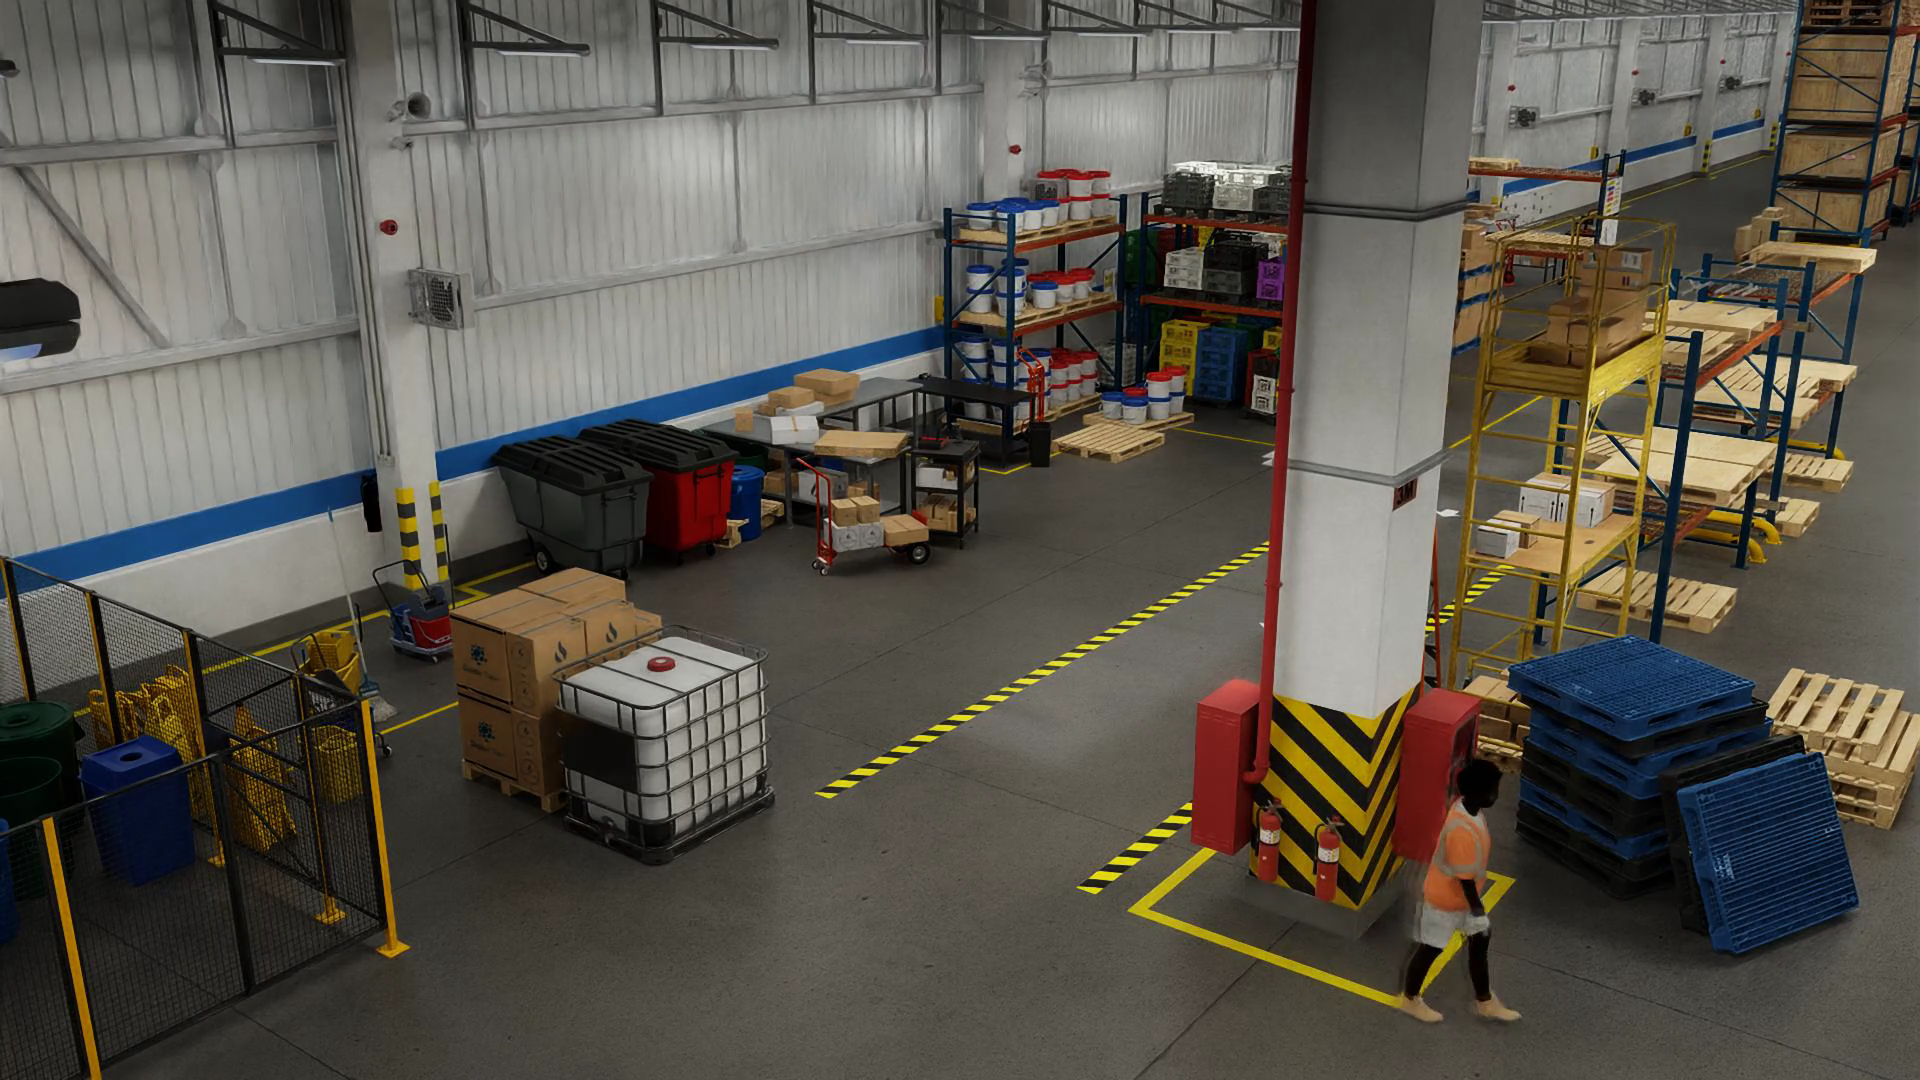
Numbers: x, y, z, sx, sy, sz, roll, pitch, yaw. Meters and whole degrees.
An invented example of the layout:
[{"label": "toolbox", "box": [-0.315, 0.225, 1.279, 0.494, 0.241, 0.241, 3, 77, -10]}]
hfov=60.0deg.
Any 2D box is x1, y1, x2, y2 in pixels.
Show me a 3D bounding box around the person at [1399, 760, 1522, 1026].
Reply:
[{"label": "person", "box": [2.894, 2.024, 9.341, 0.776, 1.662, 0.535, 9, 20, 26]}]
